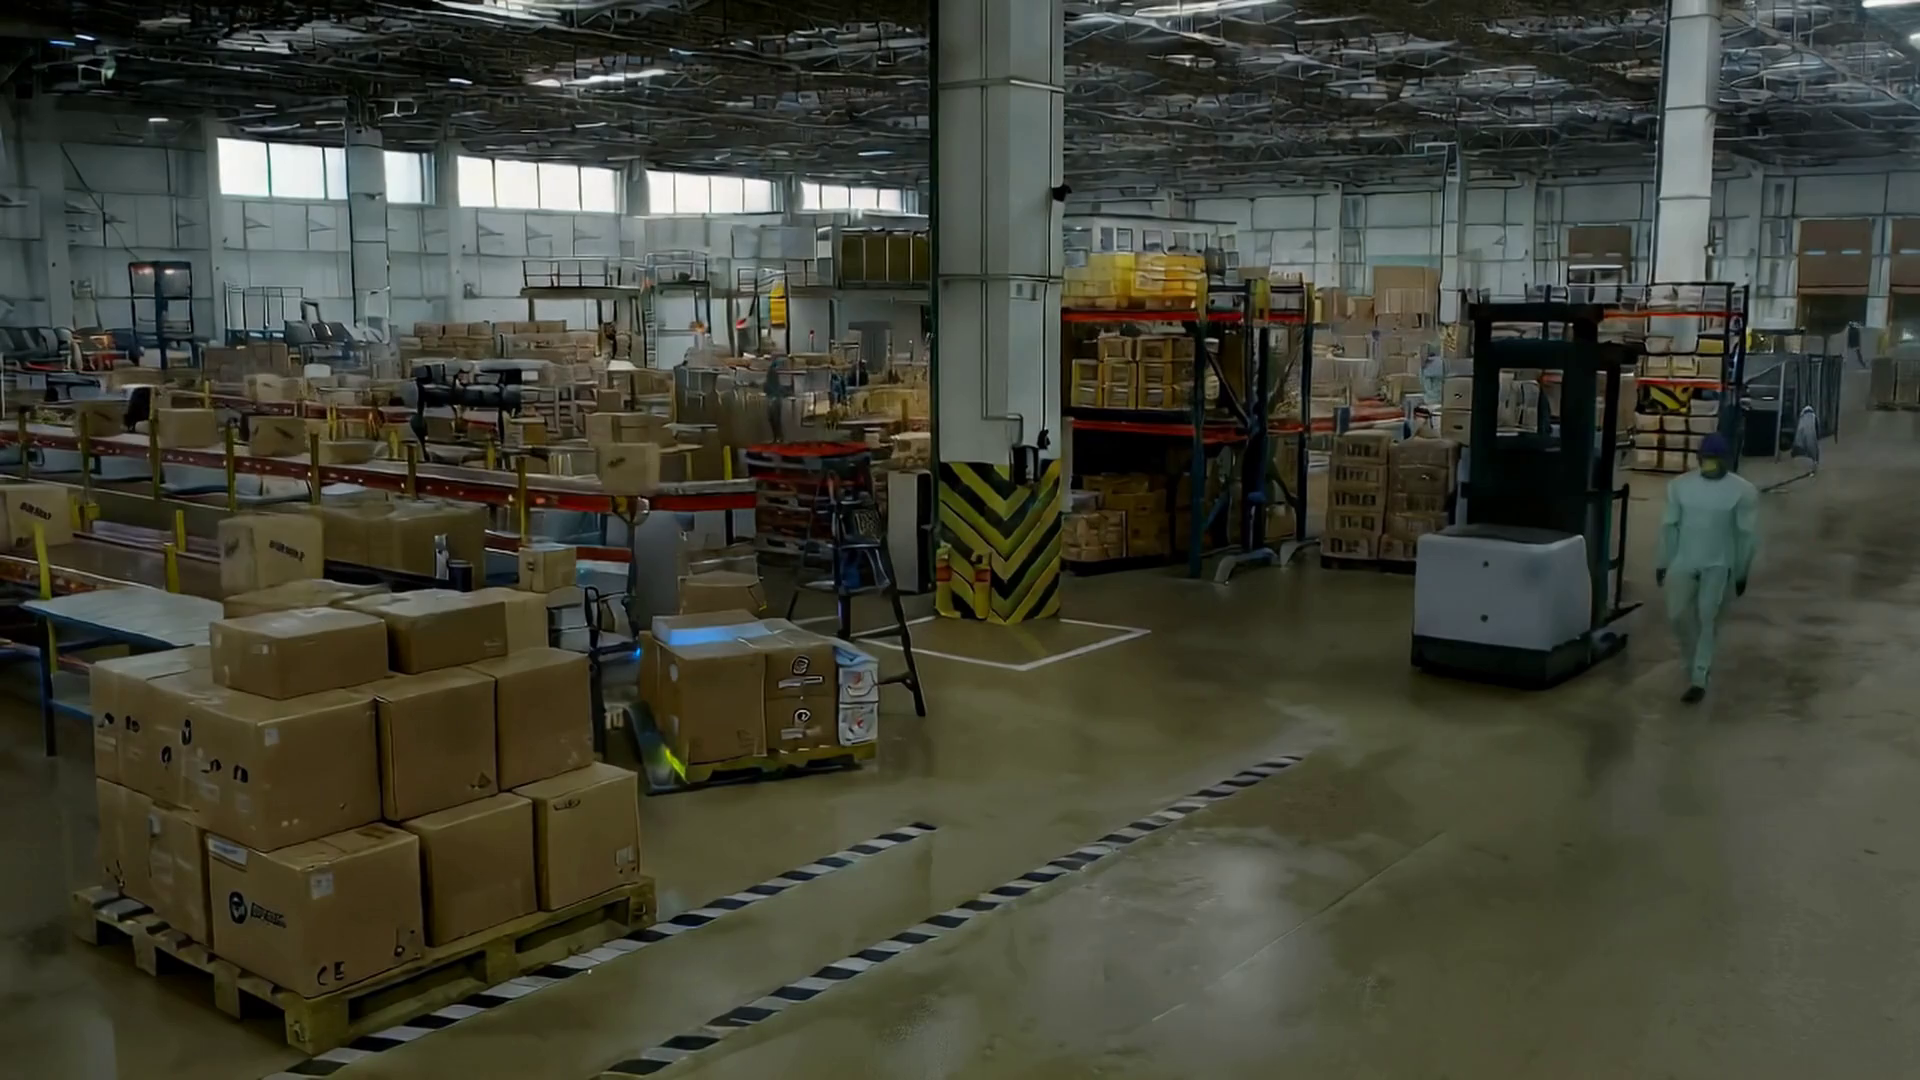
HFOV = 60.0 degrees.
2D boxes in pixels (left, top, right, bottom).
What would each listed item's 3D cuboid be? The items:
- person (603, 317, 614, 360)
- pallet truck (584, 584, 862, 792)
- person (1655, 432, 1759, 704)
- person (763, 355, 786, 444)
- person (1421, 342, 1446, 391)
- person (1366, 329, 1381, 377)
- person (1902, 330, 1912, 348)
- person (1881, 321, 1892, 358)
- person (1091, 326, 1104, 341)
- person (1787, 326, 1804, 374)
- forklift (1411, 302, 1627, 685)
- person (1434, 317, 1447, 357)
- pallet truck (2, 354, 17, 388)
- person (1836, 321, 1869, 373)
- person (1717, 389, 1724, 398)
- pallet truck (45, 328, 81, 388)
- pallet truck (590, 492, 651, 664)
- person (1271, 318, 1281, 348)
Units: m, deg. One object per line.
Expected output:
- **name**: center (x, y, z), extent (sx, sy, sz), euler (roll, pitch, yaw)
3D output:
- **person**: center (-15.203, -8.705, 71.927), extent (0.356, 1.884, 0.574), euler (6, 10, 35)
- **pallet truck**: center (-1.426, 0.805, 10.019), extent (1.601, 1.201, 0.680), euler (-4, 9, -26)
- **person**: center (5.344, 0.179, 11.894), extent (0.641, 1.925, 0.661), euler (7, 11, 41)
- **person**: center (-3.532, -2.634, 31.558), extent (0.565, 1.720, 0.638), euler (1, 8, 4)
- **person**: center (10.565, -3.538, 37.369), extent (0.629, 1.791, 0.861), euler (7, 11, 41)
- **person**: center (12.037, -5.226, 48.582), extent (0.455, 1.849, 0.563), euler (3, 9, 18)
- **person**: center (30.045, -5.815, 52.935), extent (0.829, 1.722, 0.544), euler (4, 9, 24)
- **person**: center (33.077, -6.879, 59.477), extent (0.387, 1.922, 0.593), euler (4, 9, 23)
- **person**: center (3.751, -4.848, 45.491), extent (0.651, 2.007, 0.557), euler (-8, 11, -42)
- **person**: center (29.877, -6.775, 59.405), extent (0.500, 1.727, 0.546), euler (-2, 9, -15)
- **forklift**: center (4.379, -0.438, 12.852), extent (1.129, 2.768, 1.873), euler (7, 11, 37)
- **person**: center (19.526, -8.085, 67.613), extent (0.379, 1.931, 0.625), euler (-5, 10, -29)
- **pallet truck**: center (-24.881, -4.417, 42.634), extent (1.885, 1.965, 0.823), euler (8, 11, 41)
- **person**: center (32.575, -7.012, 60.515), extent (1.144, 1.911, 0.592), euler (0, 8, 1)
- **person**: center (17.095, -3.608, 37.800), extent (0.501, 1.827, 0.951), euler (-8, 11, -42)
- **pallet truck**: center (-23.775, -4.544, 43.495), extent (1.885, 1.965, 0.823), euler (6, 10, 35)
- **pallet truck**: center (-3.115, 0.344, 12.883), extent (0.653, 1.274, 1.630), euler (7, 11, 37)
- **person**: center (13.868, -8.832, 72.923), extent (0.430, 1.845, 0.620), euler (2, 9, 16)
